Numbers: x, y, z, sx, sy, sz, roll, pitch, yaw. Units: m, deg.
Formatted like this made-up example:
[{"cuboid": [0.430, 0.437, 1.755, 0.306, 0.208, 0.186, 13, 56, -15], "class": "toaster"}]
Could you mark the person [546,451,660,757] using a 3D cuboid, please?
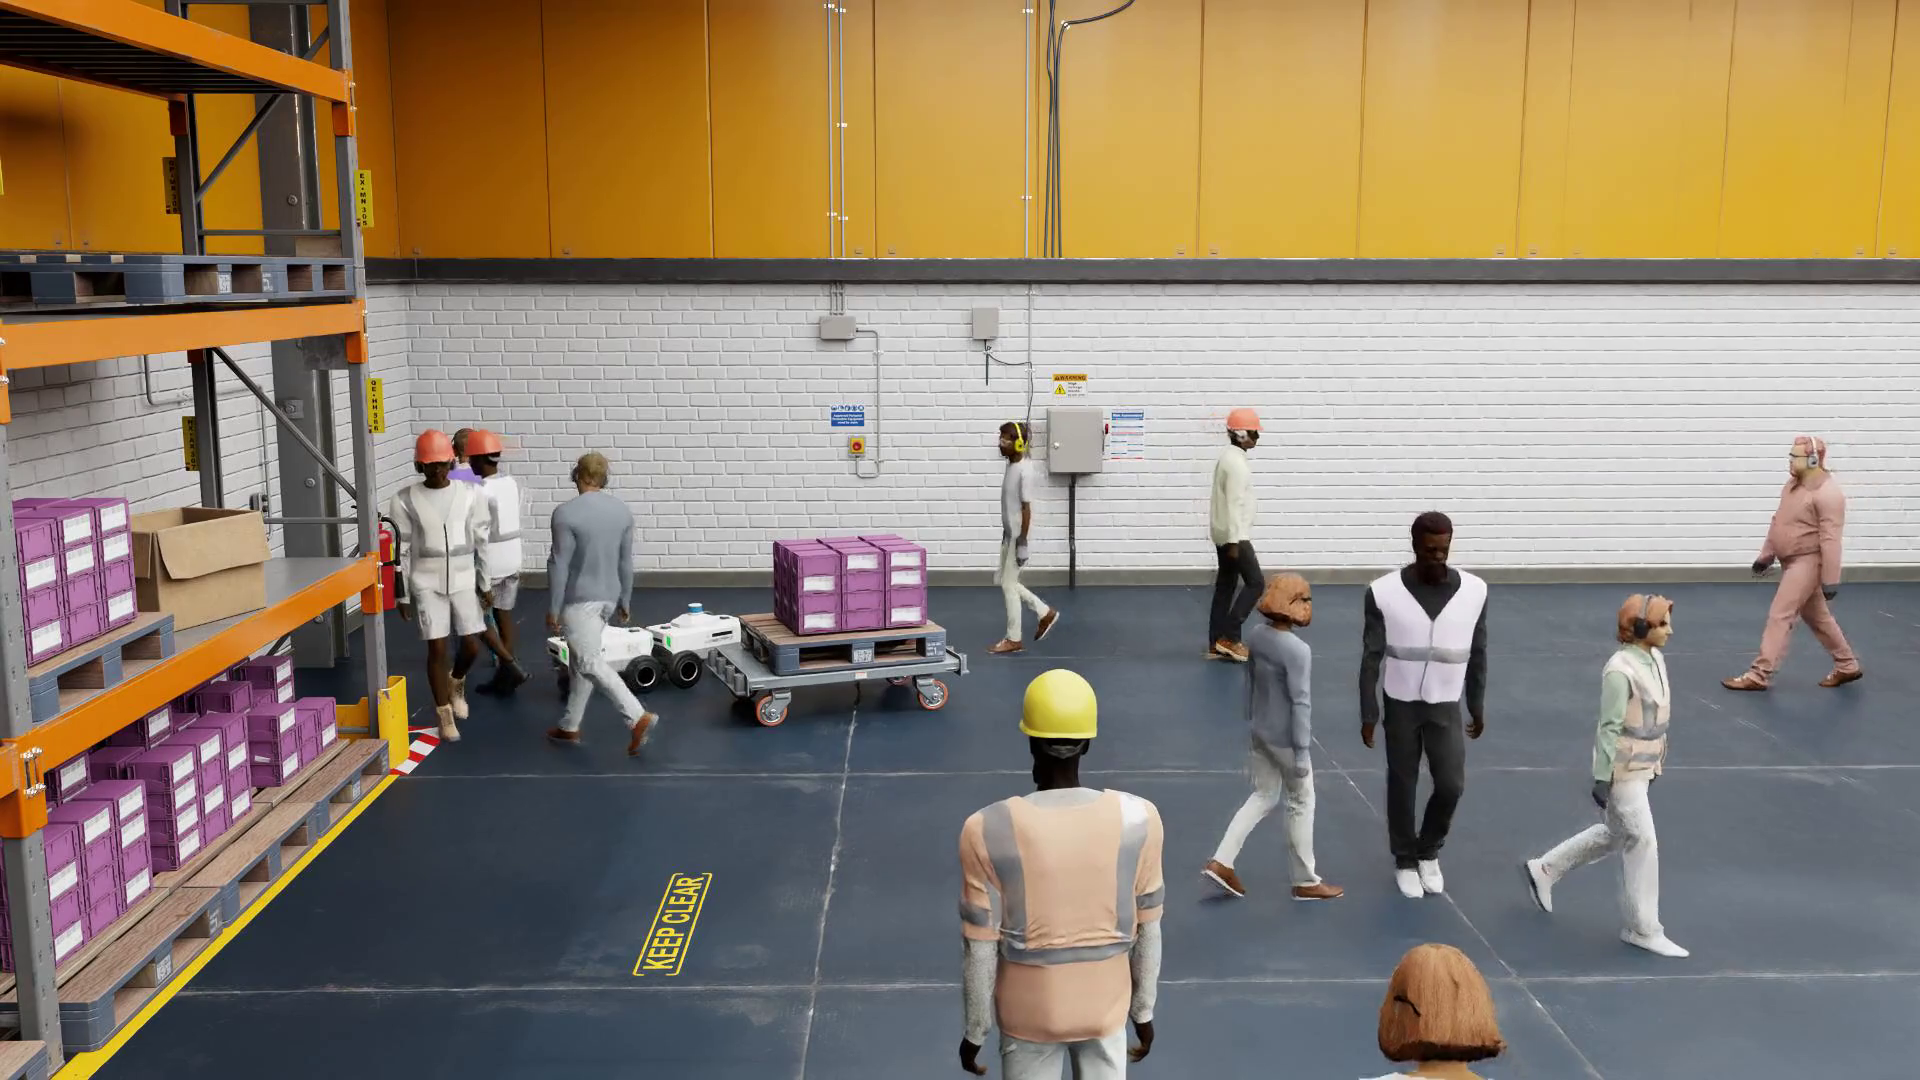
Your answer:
[{"cuboid": [-2.247, 0.399, 10.447, 0.910, 1.891, 0.671, 5, 11, 30], "class": "person"}]

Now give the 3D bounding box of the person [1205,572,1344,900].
[{"cuboid": [1.511, 0.946, 7.934, 0.662, 1.617, 0.511, -3, 10, -18], "class": "person"}]

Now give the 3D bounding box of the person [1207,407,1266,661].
[{"cuboid": [2.148, -0.036, 12.814, 0.518, 1.977, 0.635, 0, 9, 3], "class": "person"}]

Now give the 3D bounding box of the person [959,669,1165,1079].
[{"cuboid": [0.280, 1.315, 4.707, 0.585, 1.929, 0.377, -2, 9, -10], "class": "person"}]

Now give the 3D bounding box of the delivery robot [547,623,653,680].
[{"cuboid": [-2.571, 0.782, 11.888, 0.707, 0.478, 0.477, -6, 11, -33], "class": "delivery robot"}]

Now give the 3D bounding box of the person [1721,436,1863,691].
[{"cuboid": [6.066, 0.178, 11.913, 1.003, 1.863, 0.655, 1, 9, 8], "class": "person"}]

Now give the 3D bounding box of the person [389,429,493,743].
[{"cuboid": [-3.327, 0.286, 10.714, 0.620, 2.022, 0.495, -5, 10, -28], "class": "person"}]

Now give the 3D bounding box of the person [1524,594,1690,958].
[{"cuboid": [2.942, 1.020, 7.499, 0.723, 1.615, 0.522, 7, 12, 39], "class": "person"}]

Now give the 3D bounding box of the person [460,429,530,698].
[{"cuboid": [-3.258, 0.178, 11.700, 0.473, 1.921, 0.564, 4, 10, 22], "class": "person"}]

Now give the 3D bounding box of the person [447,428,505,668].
[{"cuboid": [-3.685, 0.076, 12.577, 0.561, 1.837, 0.389, -3, 10, -18], "class": "person"}]

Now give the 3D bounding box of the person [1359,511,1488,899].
[{"cuboid": [2.218, 0.794, 7.983, 0.620, 1.895, 0.465, 0, 9, 3], "class": "person"}]

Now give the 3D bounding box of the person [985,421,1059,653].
[{"cuboid": [0.482, -0.023, 13.155, 0.535, 1.851, 0.538, -2, 9, -12], "class": "person"}]

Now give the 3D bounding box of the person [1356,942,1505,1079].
[{"cuboid": [0.971, 1.661, 3.533, 0.540, 1.608, 0.391, -1, 9, -3], "class": "person"}]

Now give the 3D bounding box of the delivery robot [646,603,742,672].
[{"cuboid": [-1.955, 0.713, 12.310, 0.707, 0.478, 0.477, -8, 12, -42], "class": "delivery robot"}]
